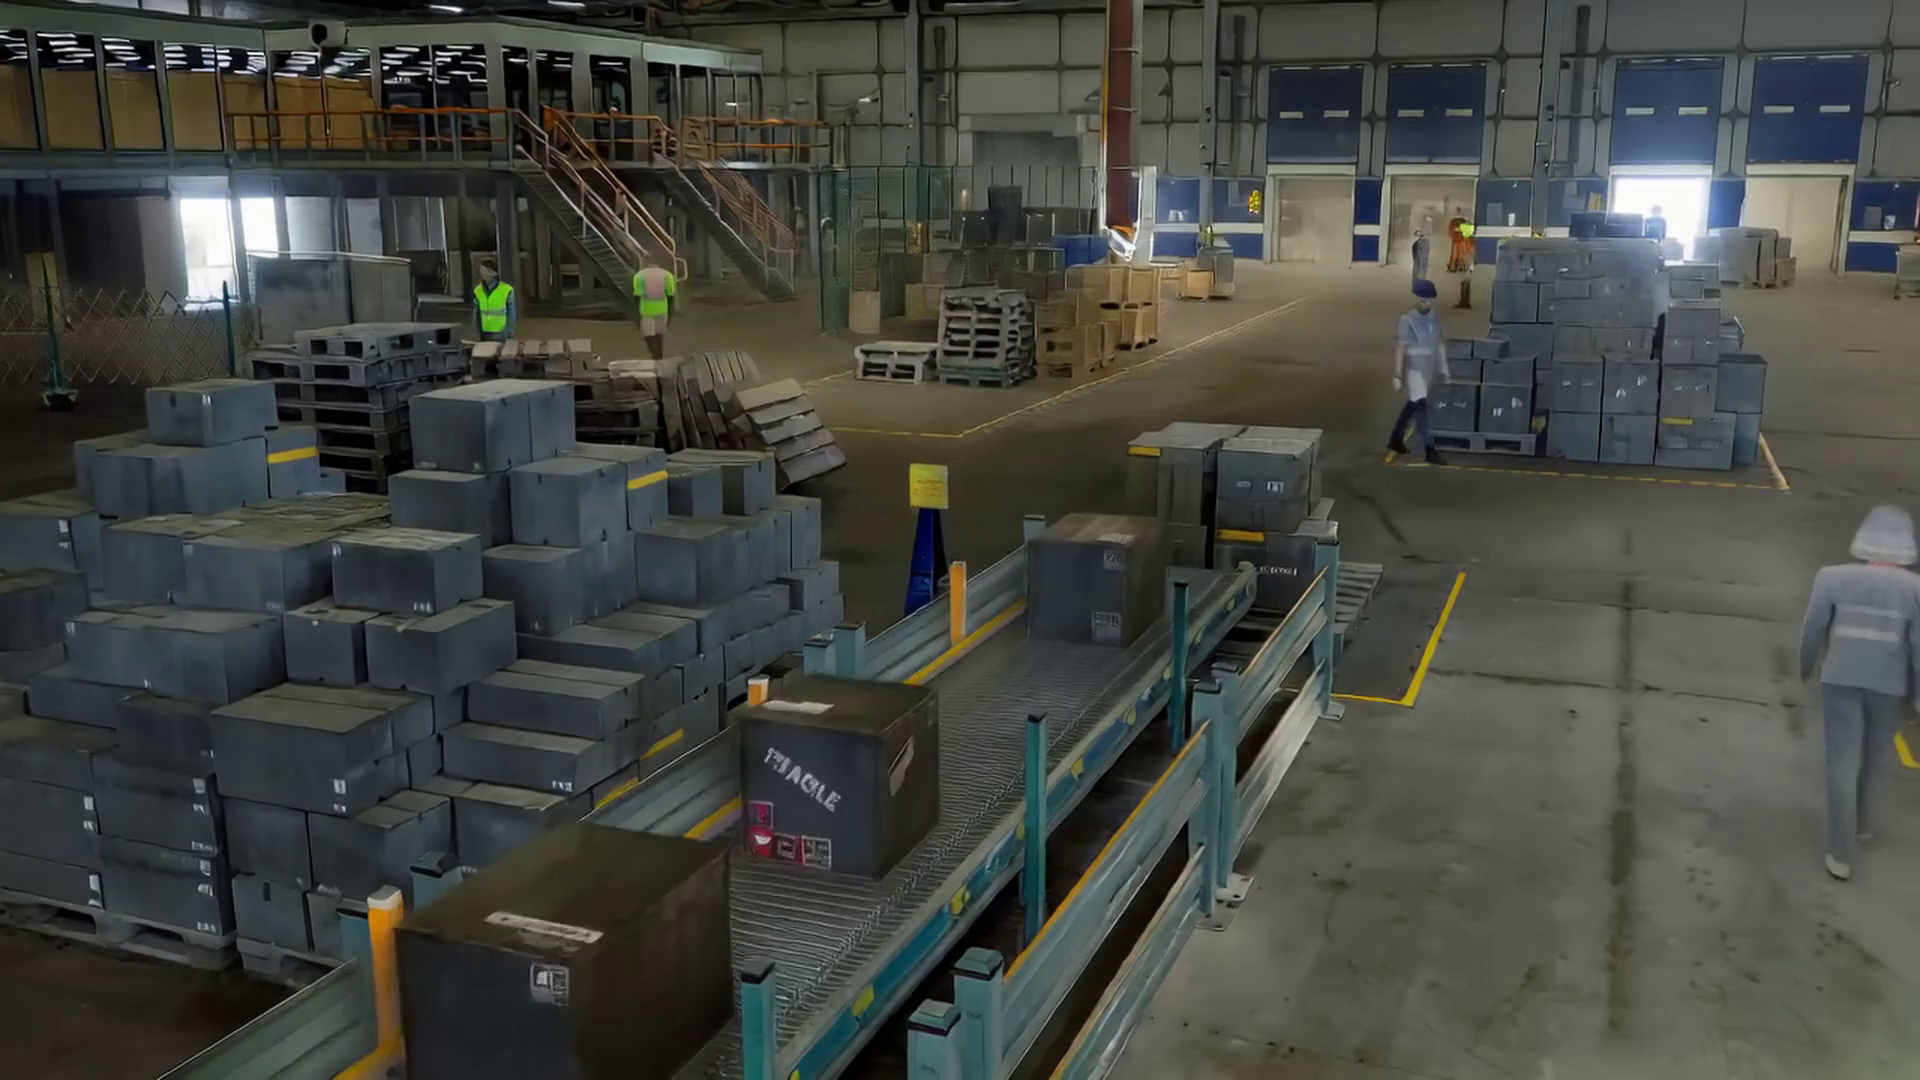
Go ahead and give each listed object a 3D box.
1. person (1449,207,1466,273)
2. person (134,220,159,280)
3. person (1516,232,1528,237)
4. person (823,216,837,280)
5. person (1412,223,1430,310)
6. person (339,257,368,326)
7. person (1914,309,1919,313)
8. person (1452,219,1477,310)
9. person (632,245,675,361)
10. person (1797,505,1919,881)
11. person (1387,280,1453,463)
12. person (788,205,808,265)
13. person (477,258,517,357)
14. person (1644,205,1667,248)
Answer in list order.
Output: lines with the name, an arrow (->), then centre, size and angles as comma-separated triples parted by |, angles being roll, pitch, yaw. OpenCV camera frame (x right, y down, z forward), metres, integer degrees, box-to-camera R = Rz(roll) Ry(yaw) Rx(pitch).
person -> 14.605, -8.791, 48.779 | 0.385, 1.922, 0.594 | -5, 14, -23
person -> -18.956, -6.566, 38.865 | 0.656, 1.884, 0.645 | 1, 13, 6
person -> 10.466, -4.861, 31.317 | 0.743, 1.851, 0.525 | -1, 13, -4
person -> -3.580, -8.015, 45.711 | 0.321, 1.743, 0.488 | -4, 13, -19
person -> 9.255, -5.393, 33.508 | 0.377, 1.940, 0.627 | 1, 13, 2
person -> -9.603, -3.652, 26.217 | 0.921, 1.718, 0.547 | 8, 15, 33
person -> 20.442, -5.663, 34.940 | 0.429, 1.844, 0.628 | -1, 13, -6
person -> 10.982, -5.976, 36.123 | 0.360, 1.939, 0.543 | -2, 13, -10
person -> -4.434, -3.302, 24.145 | 0.609, 1.938, 0.909 | -5, 14, -23
person -> 3.942, 0.630, 7.281 | 0.505, 1.592, 0.817 | 5, 13, 20
person -> 4.823, -1.783, 17.440 | 0.546, 1.890, 0.996 | -7, 15, -30
person -> -5.097, -9.628, 52.588 | 0.605, 1.917, 0.908 | -5, 13, -20
person -> -5.862, -2.611, 21.088 | 0.587, 1.914, 0.391 | 6, 14, 26
person -> 19.861, -8.555, 47.560 | 0.612, 1.996, 0.388 | 1, 13, 5
